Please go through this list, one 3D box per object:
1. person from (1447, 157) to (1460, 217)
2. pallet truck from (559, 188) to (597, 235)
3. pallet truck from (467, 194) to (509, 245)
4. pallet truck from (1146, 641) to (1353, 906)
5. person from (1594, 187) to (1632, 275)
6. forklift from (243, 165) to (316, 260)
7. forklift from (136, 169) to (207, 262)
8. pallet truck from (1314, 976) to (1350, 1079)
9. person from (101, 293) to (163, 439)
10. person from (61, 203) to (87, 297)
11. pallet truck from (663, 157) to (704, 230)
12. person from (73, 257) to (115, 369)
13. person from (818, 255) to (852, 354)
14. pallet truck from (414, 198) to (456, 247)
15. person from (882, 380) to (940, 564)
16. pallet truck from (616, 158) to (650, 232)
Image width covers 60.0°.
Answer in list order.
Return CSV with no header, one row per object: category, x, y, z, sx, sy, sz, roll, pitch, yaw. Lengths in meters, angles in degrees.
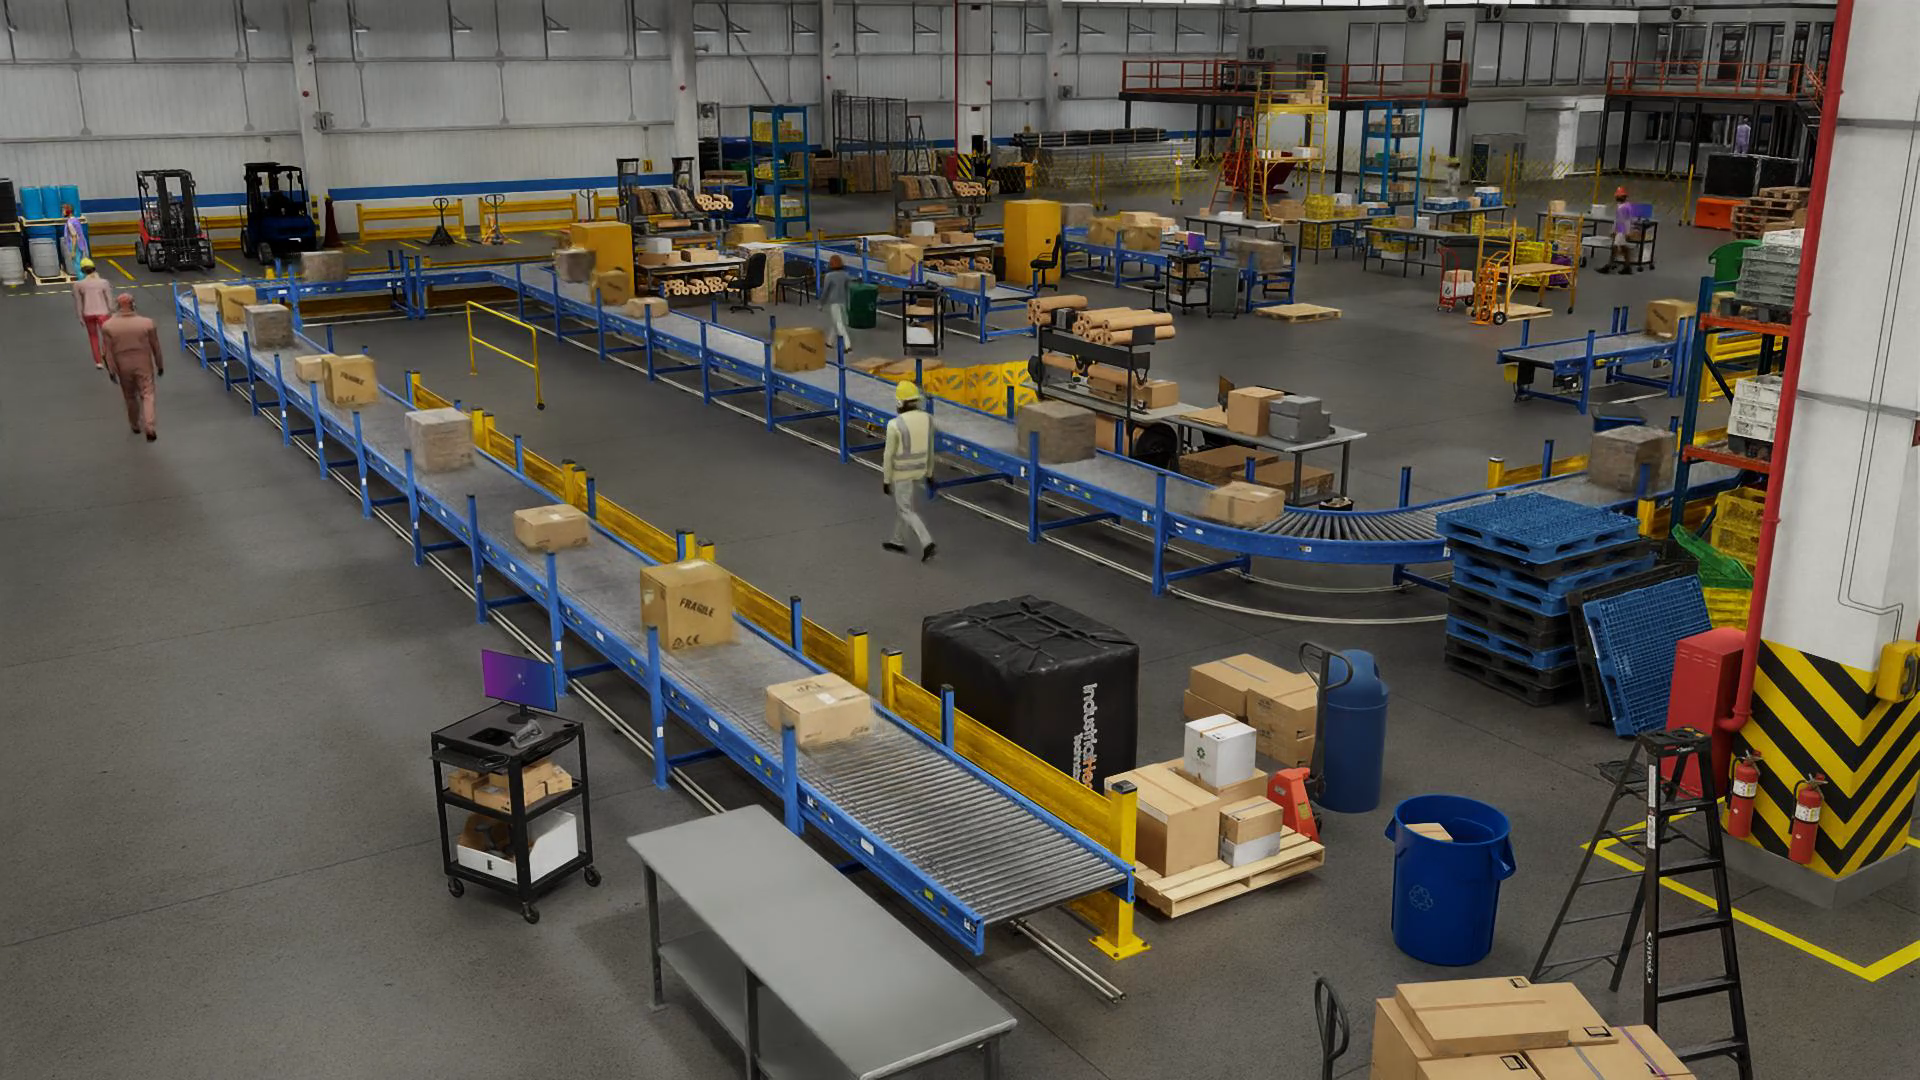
person,14.299,-10.268,48.355,0.492,1.719,0.662,-13,21,-38
pallet truck,-10.010,-8.652,43.699,0.653,1.274,1.630,-10,20,-31
pallet truck,-11.983,-8.177,42.137,0.704,1.261,1.522,-11,20,-33
pallet truck,1.664,1.407,10.232,1.630,1.274,0.653,-10,20,-31
person,14.361,-6.750,36.356,0.924,1.890,0.571,2,17,7
forklift,-15.898,-7.669,38.708,1.157,1.987,2.680,-11,20,-33
forklift,-17.842,-7.318,37.559,1.157,1.987,2.680,-10,20,-31
pallet truck,2.299,2.390,7.086,1.601,1.201,0.680,-2,17,-7
person,-10.609,-2.238,21.393,0.651,1.872,0.905,-6,18,-20
person,-17.690,-5.806,33.297,0.374,1.843,0.573,-6,18,-18
pallet truck,-7.586,-9.308,44.692,0.823,1.965,1.885,-11,20,-33
person,-13.394,-3.491,25.755,0.528,1.747,0.573,-6,18,-20
person,-2.036,-3.866,27.277,0.514,1.583,0.854,-16,23,-43
pallet truck,-13.250,-8.060,41.856,0.680,1.201,1.601,-10,20,-31
person,-0.479,-0.670,16.287,0.834,1.803,0.599,15,22,40
pallet truck,-8.918,-9.176,44.255,0.823,1.965,1.885,-9,19,-27
